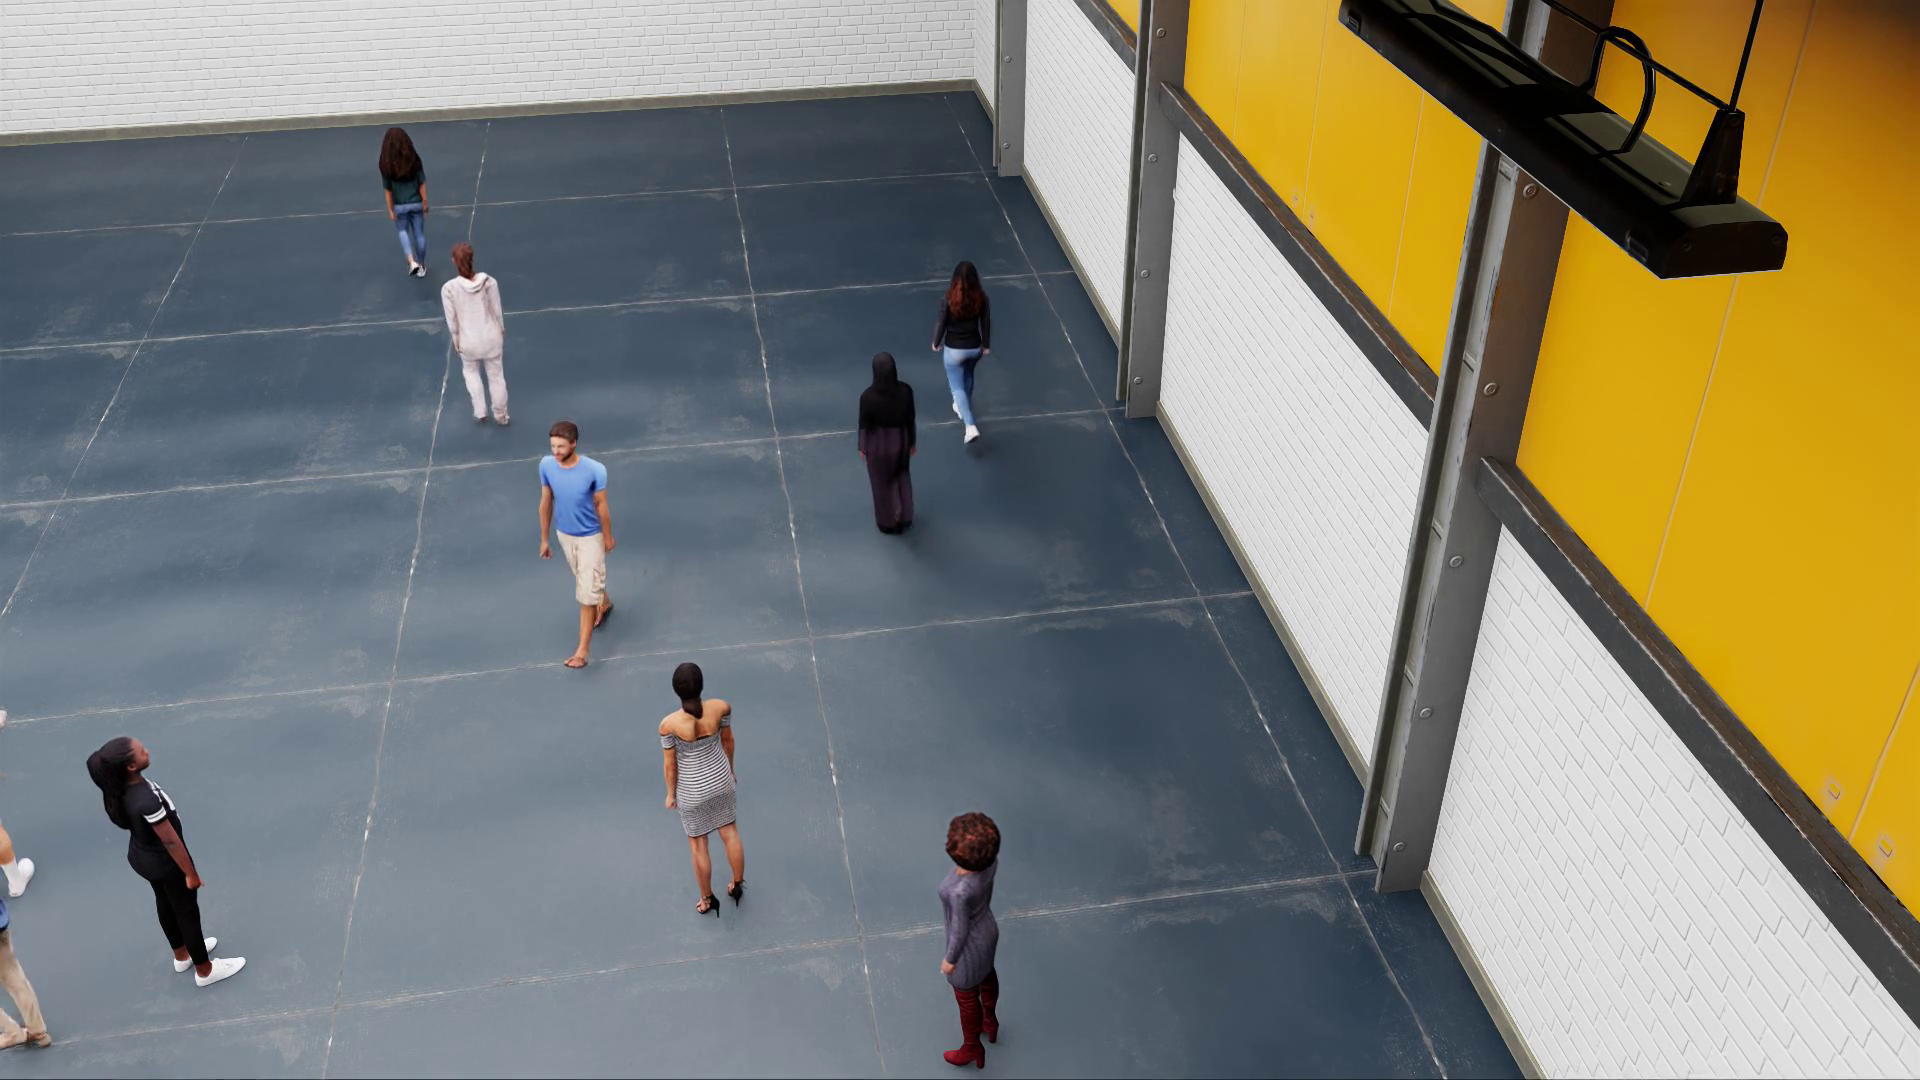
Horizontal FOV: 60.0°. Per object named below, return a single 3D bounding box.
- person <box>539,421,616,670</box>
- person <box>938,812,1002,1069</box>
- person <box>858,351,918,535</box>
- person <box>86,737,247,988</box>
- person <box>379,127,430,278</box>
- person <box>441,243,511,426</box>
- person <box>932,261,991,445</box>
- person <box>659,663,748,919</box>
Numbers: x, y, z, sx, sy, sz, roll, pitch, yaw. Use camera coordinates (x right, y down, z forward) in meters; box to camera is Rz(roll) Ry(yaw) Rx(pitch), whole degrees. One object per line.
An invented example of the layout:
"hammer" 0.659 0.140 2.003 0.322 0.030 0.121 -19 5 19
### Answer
"person" -2.680 -0.086 11.914 1.002 1.821 1.290 9 35 14
"person" 0.068 2.101 8.723 0.725 1.710 0.643 17 37 24
"person" -0.549 -0.722 13.063 0.676 1.609 0.791 -10 35 -15
"person" -4.409 1.768 9.209 0.713 1.729 0.777 23 40 30
"person" -5.684 -3.440 17.156 0.649 1.605 0.747 -12 35 -17
"person" -4.198 -1.743 14.541 0.662 1.672 0.642 -9 35 -13
"person" 0.042 -1.607 14.403 0.786 1.599 1.139 -13 36 -19
"person" -1.466 1.453 9.598 0.661 1.823 0.636 -17 37 -24
